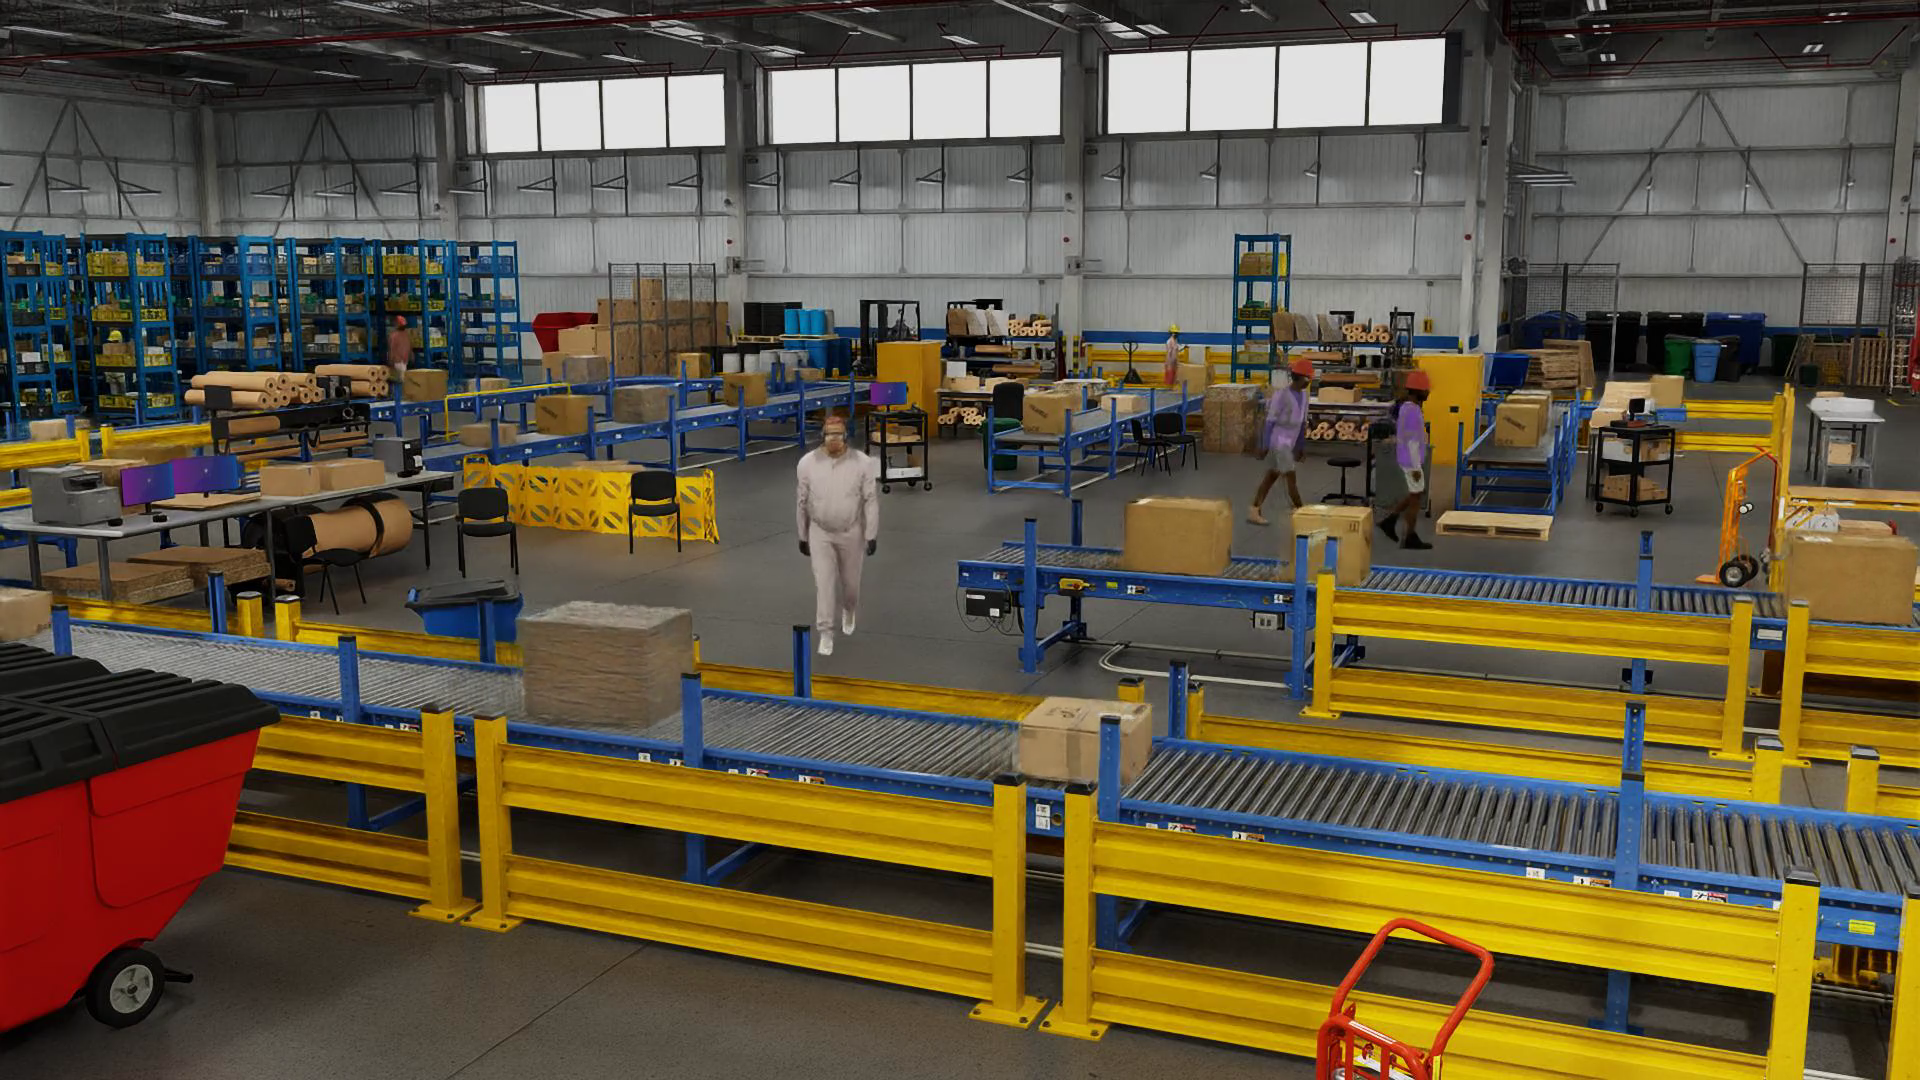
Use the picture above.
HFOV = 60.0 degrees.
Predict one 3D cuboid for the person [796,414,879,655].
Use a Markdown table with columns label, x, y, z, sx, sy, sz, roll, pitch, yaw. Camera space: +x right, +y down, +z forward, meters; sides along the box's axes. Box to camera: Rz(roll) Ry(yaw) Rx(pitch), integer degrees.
| label | x | y | z | sx | sy | sz | roll | pitch | yaw |
| --- | --- | --- | --- | --- | --- | --- | --- | --- | --- |
| person | -0.982 | -0.080 | 13.325 | 0.661 | 1.883 | 0.900 | -1 | 9 | -5 |

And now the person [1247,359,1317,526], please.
| label | x | y | z | sx | sy | sz | roll | pitch | yaw |
| --- | --- | --- | --- | --- | --- | --- | --- | --- | --- |
| person | 3.795 | -1.100 | 19.190 | 1.059 | 1.958 | 0.610 | 7 | 12 | 38 |

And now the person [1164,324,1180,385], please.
| label | x | y | z | sx | sy | sz | roll | pitch | yaw |
| --- | --- | --- | --- | --- | --- | --- | --- | --- | --- |
| person | 4.615 | -3.790 | 36.089 | 0.329 | 1.765 | 0.526 | 4 | 10 | 25 |

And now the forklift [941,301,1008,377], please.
| label | x | y | z | sx | sy | sz | roll | pitch | yaw |
| --- | --- | --- | --- | --- | --- | --- | --- | --- | --- |
| forklift | 0.365 | -4.966 | 41.571 | 1.157 | 1.987 | 2.680 | 3 | 10 | 20 |

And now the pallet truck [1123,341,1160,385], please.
| label | x | y | z | sx | sy | sz | roll | pitch | yaw |
| --- | --- | --- | --- | --- | --- | --- | --- | --- | --- |
| pallet truck | 4.445 | -4.380 | 41.279 | 0.680 | 1.201 | 1.601 | 4 | 10 | 22 |

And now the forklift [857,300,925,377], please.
| label | x | y | z | sx | sy | sz | roll | pitch | yaw |
| --- | --- | --- | --- | --- | --- | --- | --- | --- | --- |
| forklift | -1.732 | -5.109 | 42.468 | 1.157 | 1.987 | 2.680 | 4 | 10 | 22 |

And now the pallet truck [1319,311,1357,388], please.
| label | x | y | z | sx | sy | sz | roll | pitch | yaw |
| --- | --- | --- | --- | --- | --- | --- | --- | --- | --- |
| pallet truck | 9.071 | -4.419 | 39.190 | 0.823 | 1.965 | 1.885 | 5 | 10 | 26 |

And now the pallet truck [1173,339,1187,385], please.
| label | x | y | z | sx | sy | sz | roll | pitch | yaw |
| --- | --- | --- | --- | --- | --- | --- | --- | --- | --- |
| pallet truck | 5.418 | -4.269 | 40.420 | 0.704 | 1.261 | 1.522 | 3 | 10 | 20 |

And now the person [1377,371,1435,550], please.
| label | x | y | z | sx | sy | sz | roll | pitch | yaw |
| --- | --- | --- | --- | --- | --- | --- | --- | --- | --- |
| person | 4.814 | -0.848 | 17.781 | 0.469 | 1.921 | 0.572 | 1 | 9 | 7 |

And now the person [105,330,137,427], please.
| label | x | y | z | sx | sy | sz | roll | pitch | yaw |
| --- | --- | --- | --- | --- | --- | --- | --- | --- | --- |
| person | -15.772 | -3.023 | 31.241 | 0.591 | 1.829 | 0.404 | 1 | 9 | 4 |

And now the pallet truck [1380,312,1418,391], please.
| label | x | y | z | sx | sy | sz | roll | pitch | yaw |
| --- | --- | --- | --- | --- | --- | --- | --- | --- | --- |
| pallet truck | 10.207 | -4.283 | 38.369 | 0.823 | 1.965 | 1.885 | 3 | 10 | 20 |

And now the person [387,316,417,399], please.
| label | x | y | z | sx | sy | sz | roll | pitch | yaw |
| --- | --- | --- | --- | --- | --- | --- | --- | --- | --- |
| person | -11.942 | -3.827 | 35.761 | 1.019 | 1.937 | 0.624 | 3 | 10 | 17 |

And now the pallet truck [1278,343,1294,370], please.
| label | x | y | z | sx | sy | sz | roll | pitch | yaw |
| --- | --- | --- | --- | --- | --- | --- | --- | --- | --- |
| pallet truck | 7.886 | -4.163 | 39.743 | 0.653 | 1.274 | 1.630 | 4 | 10 | 22 |
